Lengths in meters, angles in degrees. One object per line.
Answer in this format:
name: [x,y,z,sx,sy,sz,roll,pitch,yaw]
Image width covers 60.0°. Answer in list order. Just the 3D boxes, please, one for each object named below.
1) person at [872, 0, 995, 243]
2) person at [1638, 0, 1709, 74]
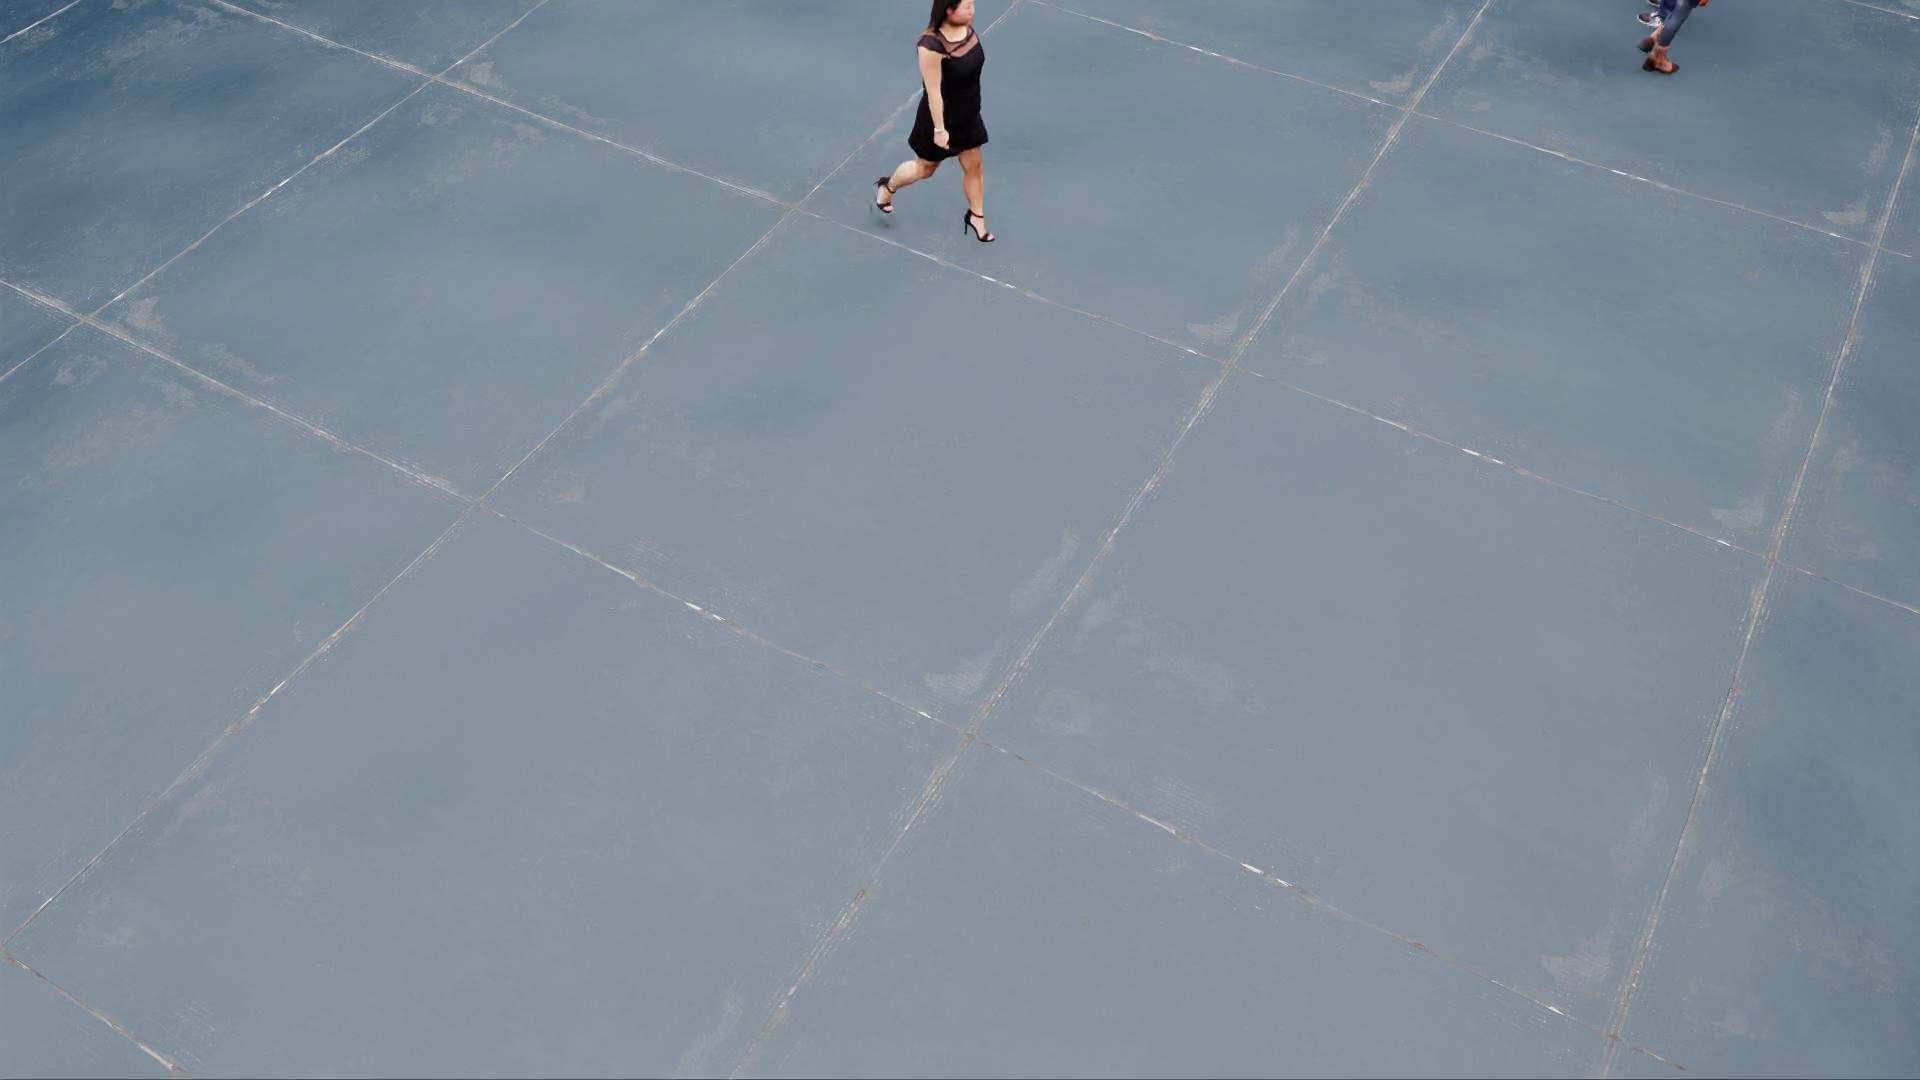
person: [-0.158,-2.473,9.709,1.033,1.682,0.668,25,52,21]
person: [4.810,-3.785,11.080,0.683,1.449,0.653,2,47,2]
